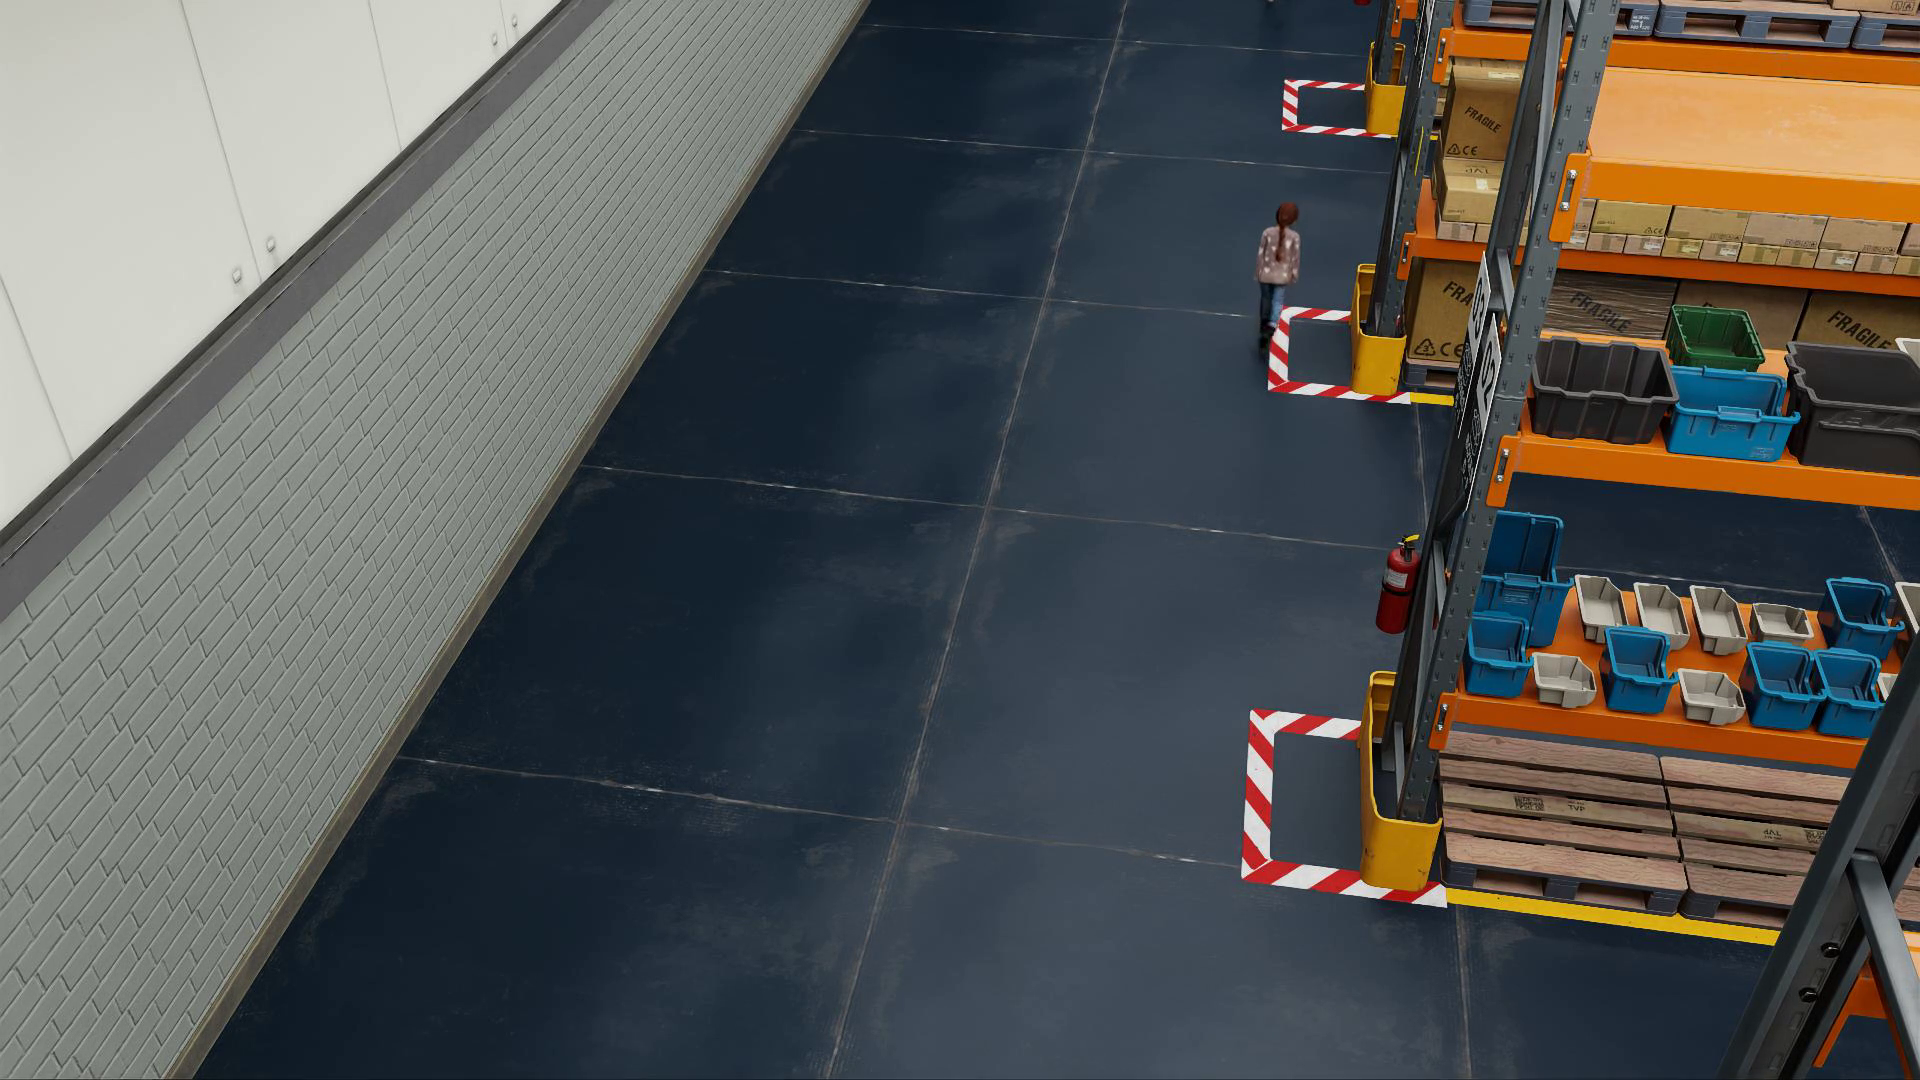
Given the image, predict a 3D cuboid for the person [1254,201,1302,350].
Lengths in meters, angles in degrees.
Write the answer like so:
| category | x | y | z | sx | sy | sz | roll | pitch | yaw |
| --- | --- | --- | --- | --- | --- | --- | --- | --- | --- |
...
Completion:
| category | x | y | z | sx | sy | sz | roll | pitch | yaw |
| --- | --- | --- | --- | --- | --- | --- | --- | --- | --- |
| person | 2.458 | -2.053 | 12.970 | 0.771 | 1.173 | 0.618 | 10 | 38 | 13 |
